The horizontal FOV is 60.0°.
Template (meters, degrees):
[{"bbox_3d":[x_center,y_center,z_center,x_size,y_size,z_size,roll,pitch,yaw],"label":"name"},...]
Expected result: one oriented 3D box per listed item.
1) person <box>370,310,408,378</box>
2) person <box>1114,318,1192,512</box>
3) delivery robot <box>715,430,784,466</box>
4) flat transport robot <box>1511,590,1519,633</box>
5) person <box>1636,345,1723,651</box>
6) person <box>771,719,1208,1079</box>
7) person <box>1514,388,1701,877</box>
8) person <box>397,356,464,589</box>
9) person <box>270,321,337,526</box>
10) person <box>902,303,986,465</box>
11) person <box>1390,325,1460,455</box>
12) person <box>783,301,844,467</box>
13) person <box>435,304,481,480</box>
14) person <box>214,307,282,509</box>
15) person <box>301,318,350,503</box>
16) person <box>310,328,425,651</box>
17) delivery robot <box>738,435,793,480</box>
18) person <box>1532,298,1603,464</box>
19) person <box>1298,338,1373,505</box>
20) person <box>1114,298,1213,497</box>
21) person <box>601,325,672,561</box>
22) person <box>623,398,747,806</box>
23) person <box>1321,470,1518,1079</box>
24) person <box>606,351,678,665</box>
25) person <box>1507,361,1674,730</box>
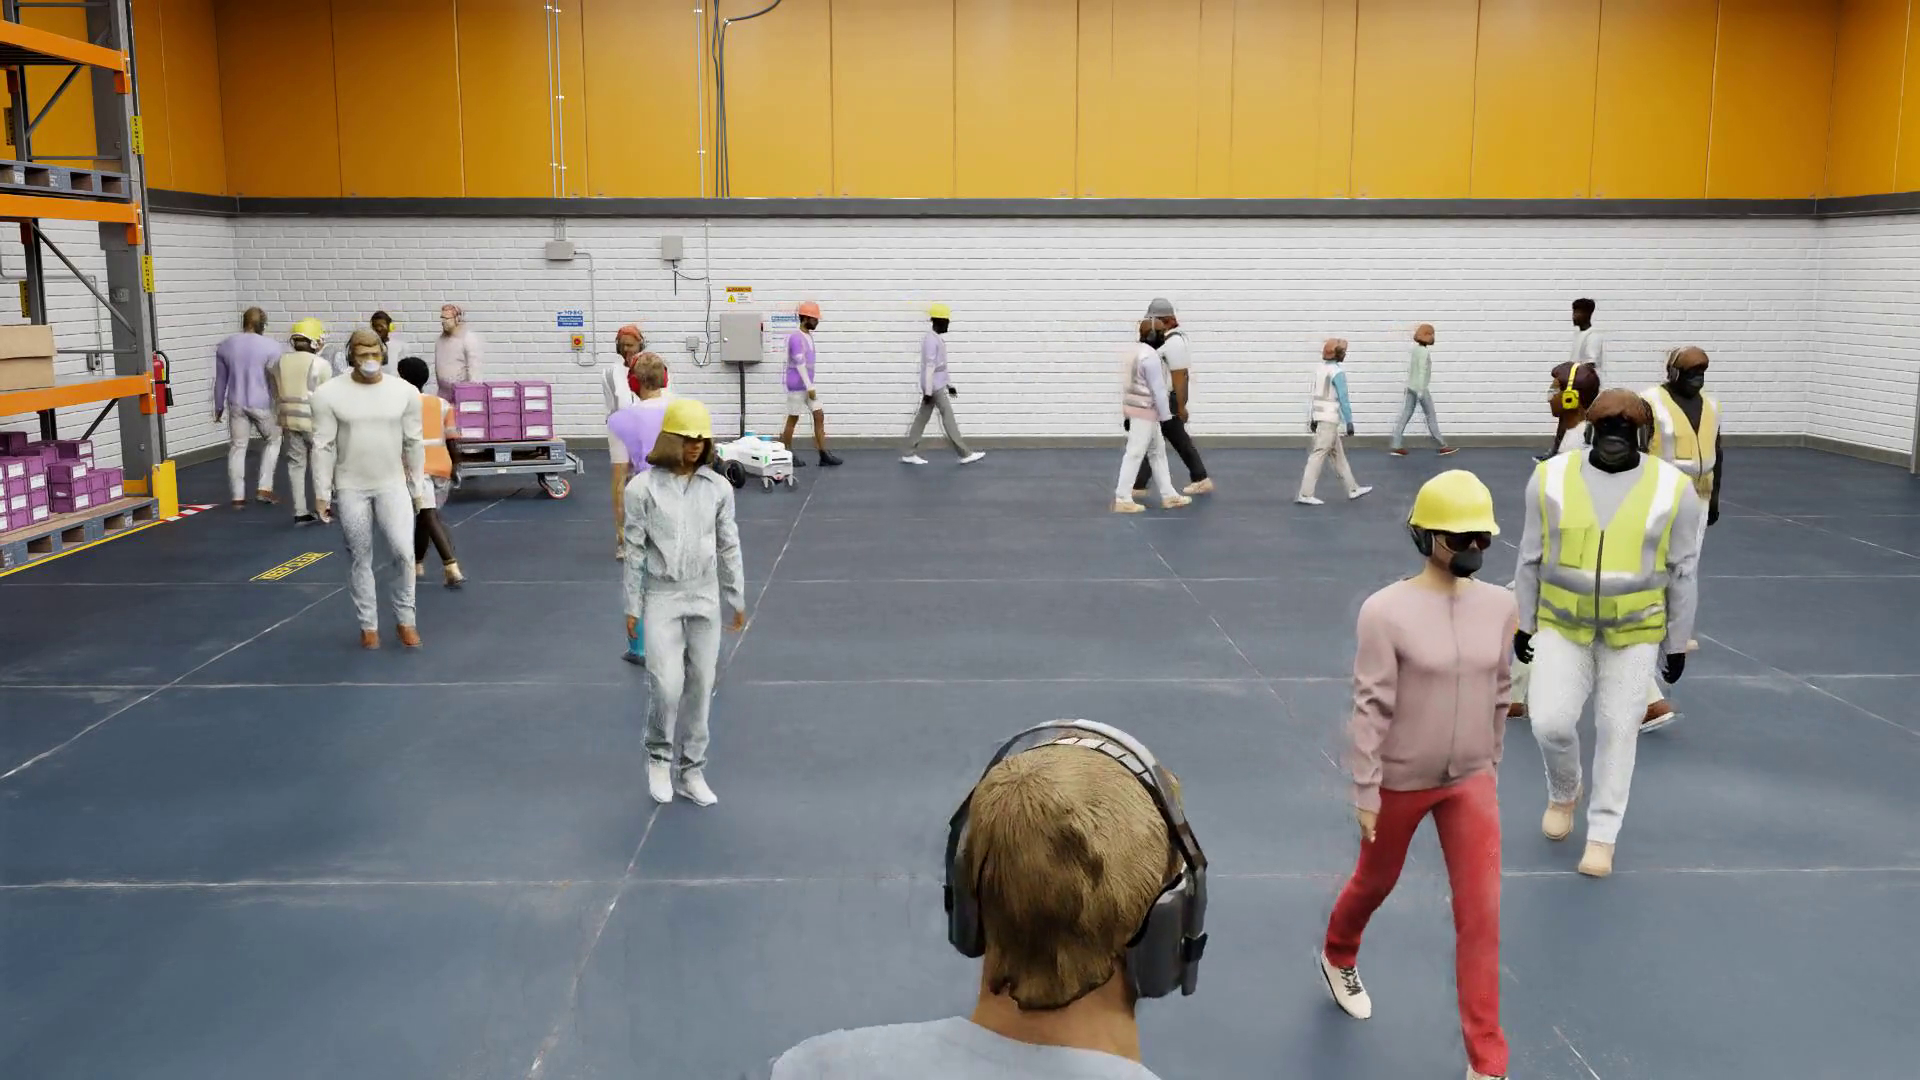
[{"bbox_3d":[-6.064,-1.521,17.681,0.526,1.847,0.818,0,9,0],"label":"person"},{"bbox_3d":[1.837,-1.151,15.475,0.880,1.804,0.623,-1,9,-5],"label":"person"},{"bbox_3d":[-2.223,-0.919,17.606,0.707,0.478,0.477,-3,10,-18],"label":"delivery robot"},{"bbox_3d":[3.874,0.394,10.702,0.652,0.197,1.431,5,11,29],"label":"flat transport robot"},{"bbox_3d":[4.251,-0.264,10.009,0.656,1.822,0.549,-3,10,-17],"label":"person"},{"bbox_3d":[0.052,1.094,1.525,0.646,1.881,1.055,5,11,29],"label":"person"},{"bbox_3d":[2.413,0.341,6.255,0.649,1.831,0.436,4,10,25],"label":"person"},{"bbox_3d":[-3.815,-0.487,11.904,0.906,1.650,0.539,7,12,39],"label":"person"},{"bbox_3d":[-5.776,-1.033,14.751,0.611,1.804,0.512,1,9,7],"label":"person"},{"bbox_3d":[-0.220,-1.792,19.212,0.989,1.875,0.590,0,9,-2],"label":"person"},{"bbox_3d":[5.642,-1.810,20.169,0.843,1.587,0.515,-1,9,-4],"label":"person"},{"bbox_3d":[-1.703,-1.752,18.886,0.870,1.889,0.542,4,10,22],"label":"person"},{"bbox_3d":[-5.404,-1.572,17.801,0.668,1.890,0.432,6,11,33],"label":"person"},{"bbox_3d":[-6.770,-1.252,15.836,0.749,1.904,0.635,0,9,0],"label":"person"},{"bbox_3d":[-6.191,-1.248,16.096,0.622,1.799,0.580,4,10,23],"label":"person"},{"bbox_3d":[-3.464,-0.274,9.780,0.651,1.919,0.640,-4,10,-22],"label":"person"},{"bbox_3d":[-2.000,-0.833,17.074,0.477,0.478,0.707,-6,11,-31],"label":"delivery robot"},{"bbox_3d":[6.916,-1.759,18.802,0.871,1.932,0.641,0,9,0],"label":"person"},{"bbox_3d":[3.639,-1.132,15.981,0.839,1.591,0.548,-1,9,-9],"label":"person"},{"bbox_3d":[2.087,-1.443,16.557,1.014,2.000,0.681,0,9,-1],"label":"person"},{"bbox_3d":[-2.545,-0.789,13.218,0.578,1.836,1.029,0,9,1],"label":"person"},{"bbox_3d":[-1.143,0.266,6.991,0.513,1.728,0.340,-6,11,-33],"label":"person"},{"bbox_3d":[1.317,0.651,4.724,0.531,1.734,0.919,-2,10,-14],"label":"person"},{"bbox_3d":[-1.672,-0.147,9.297,0.576,1.820,0.800,-5,11,-30],"label":"person"},{"bbox_3d":[3.061,0.035,8.173,0.976,1.832,0.511,7,12,38],"label":"person"}]
